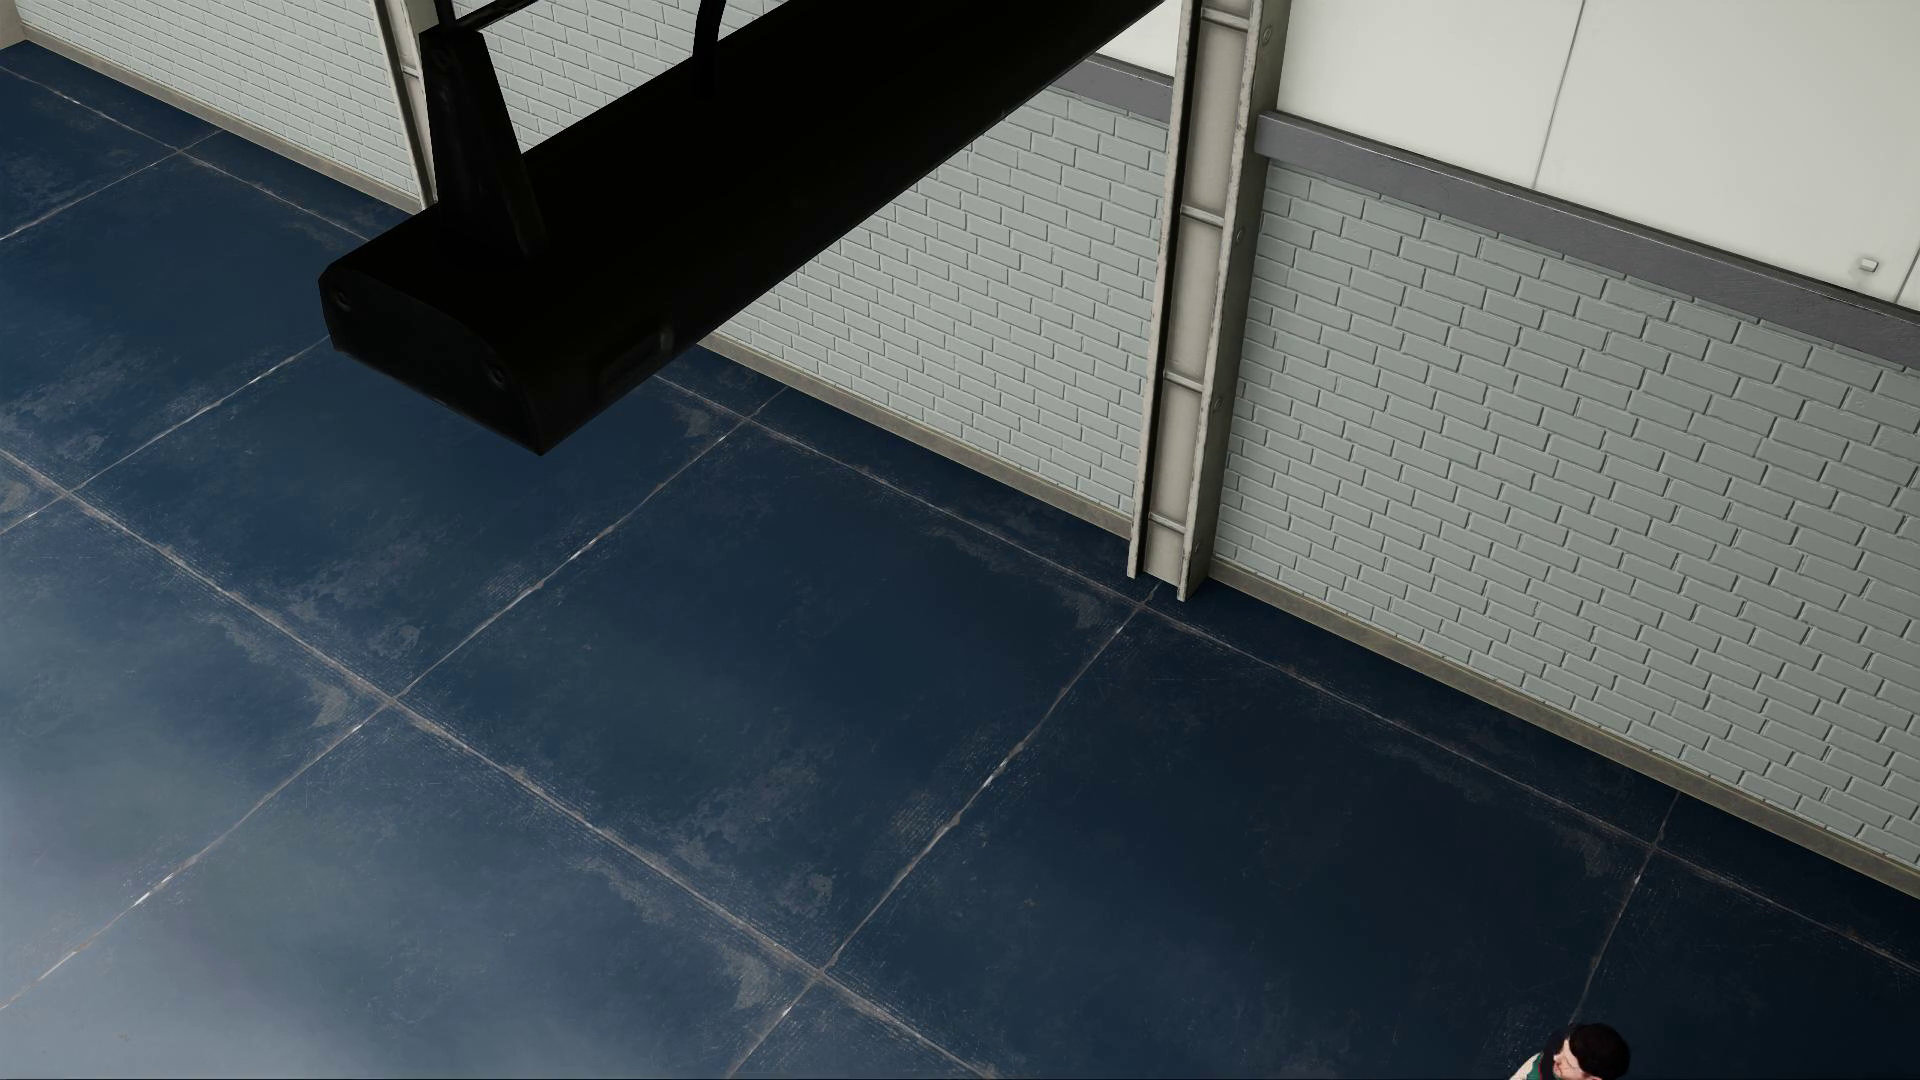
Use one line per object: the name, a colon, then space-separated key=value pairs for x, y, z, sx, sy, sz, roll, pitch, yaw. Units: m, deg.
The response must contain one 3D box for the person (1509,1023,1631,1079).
person: x=2.264 y=2.353 z=6.192 sx=1.212 sy=1.864 sz=1.011 roll=6 pitch=43 yaw=6
